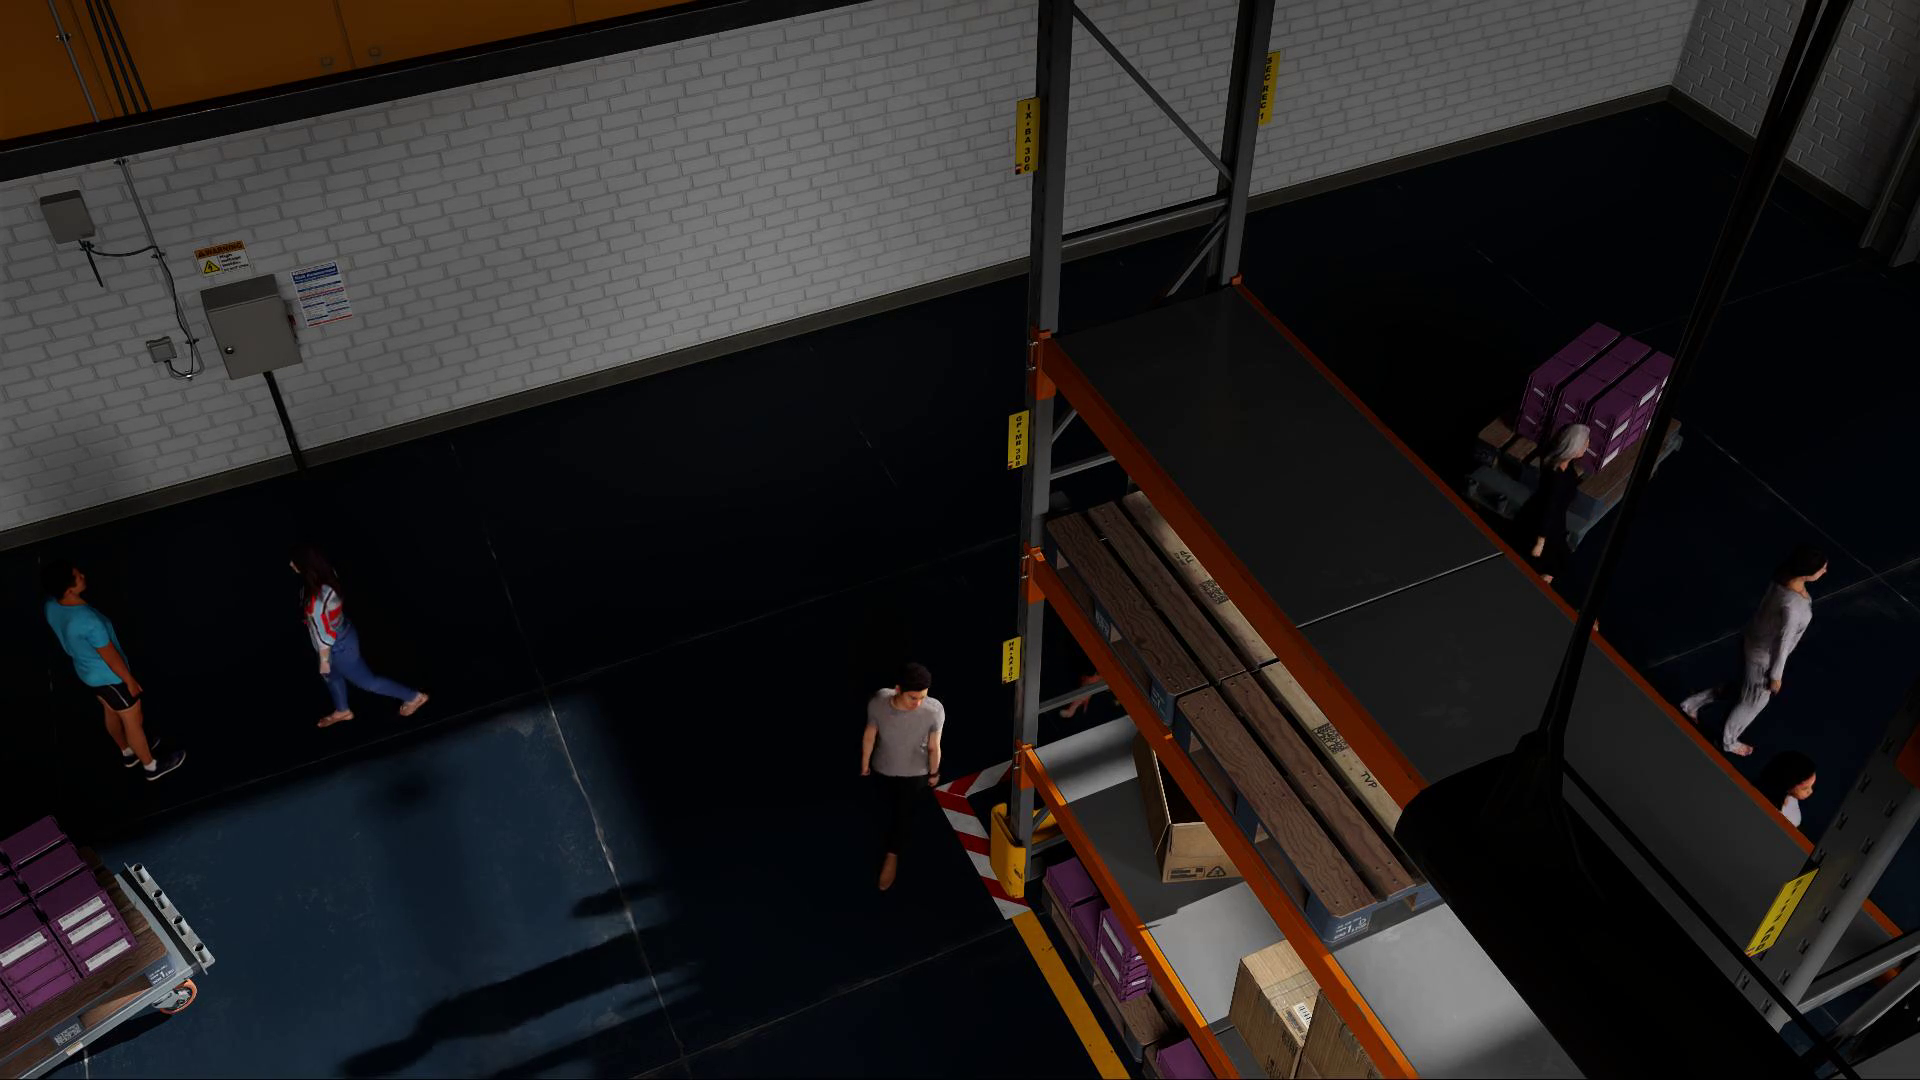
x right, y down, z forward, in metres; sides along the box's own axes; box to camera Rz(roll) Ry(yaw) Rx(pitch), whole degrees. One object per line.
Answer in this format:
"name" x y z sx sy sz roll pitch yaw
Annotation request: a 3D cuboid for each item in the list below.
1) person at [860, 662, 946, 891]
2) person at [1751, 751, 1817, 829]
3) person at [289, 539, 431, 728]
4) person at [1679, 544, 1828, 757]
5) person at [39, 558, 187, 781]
"person" -0.304 1.249 9.680 1.052 1.674 1.126 15 46 15
"person" 4.184 1.720 9.175 0.775 1.687 1.203 -30 51 -27
"person" -3.805 0.615 10.407 0.724 1.588 0.931 -13 45 -13
"person" 4.847 0.683 10.211 0.877 1.760 0.820 13 45 13
"person" -5.201 0.796 10.082 0.632 1.774 0.745 25 49 24
